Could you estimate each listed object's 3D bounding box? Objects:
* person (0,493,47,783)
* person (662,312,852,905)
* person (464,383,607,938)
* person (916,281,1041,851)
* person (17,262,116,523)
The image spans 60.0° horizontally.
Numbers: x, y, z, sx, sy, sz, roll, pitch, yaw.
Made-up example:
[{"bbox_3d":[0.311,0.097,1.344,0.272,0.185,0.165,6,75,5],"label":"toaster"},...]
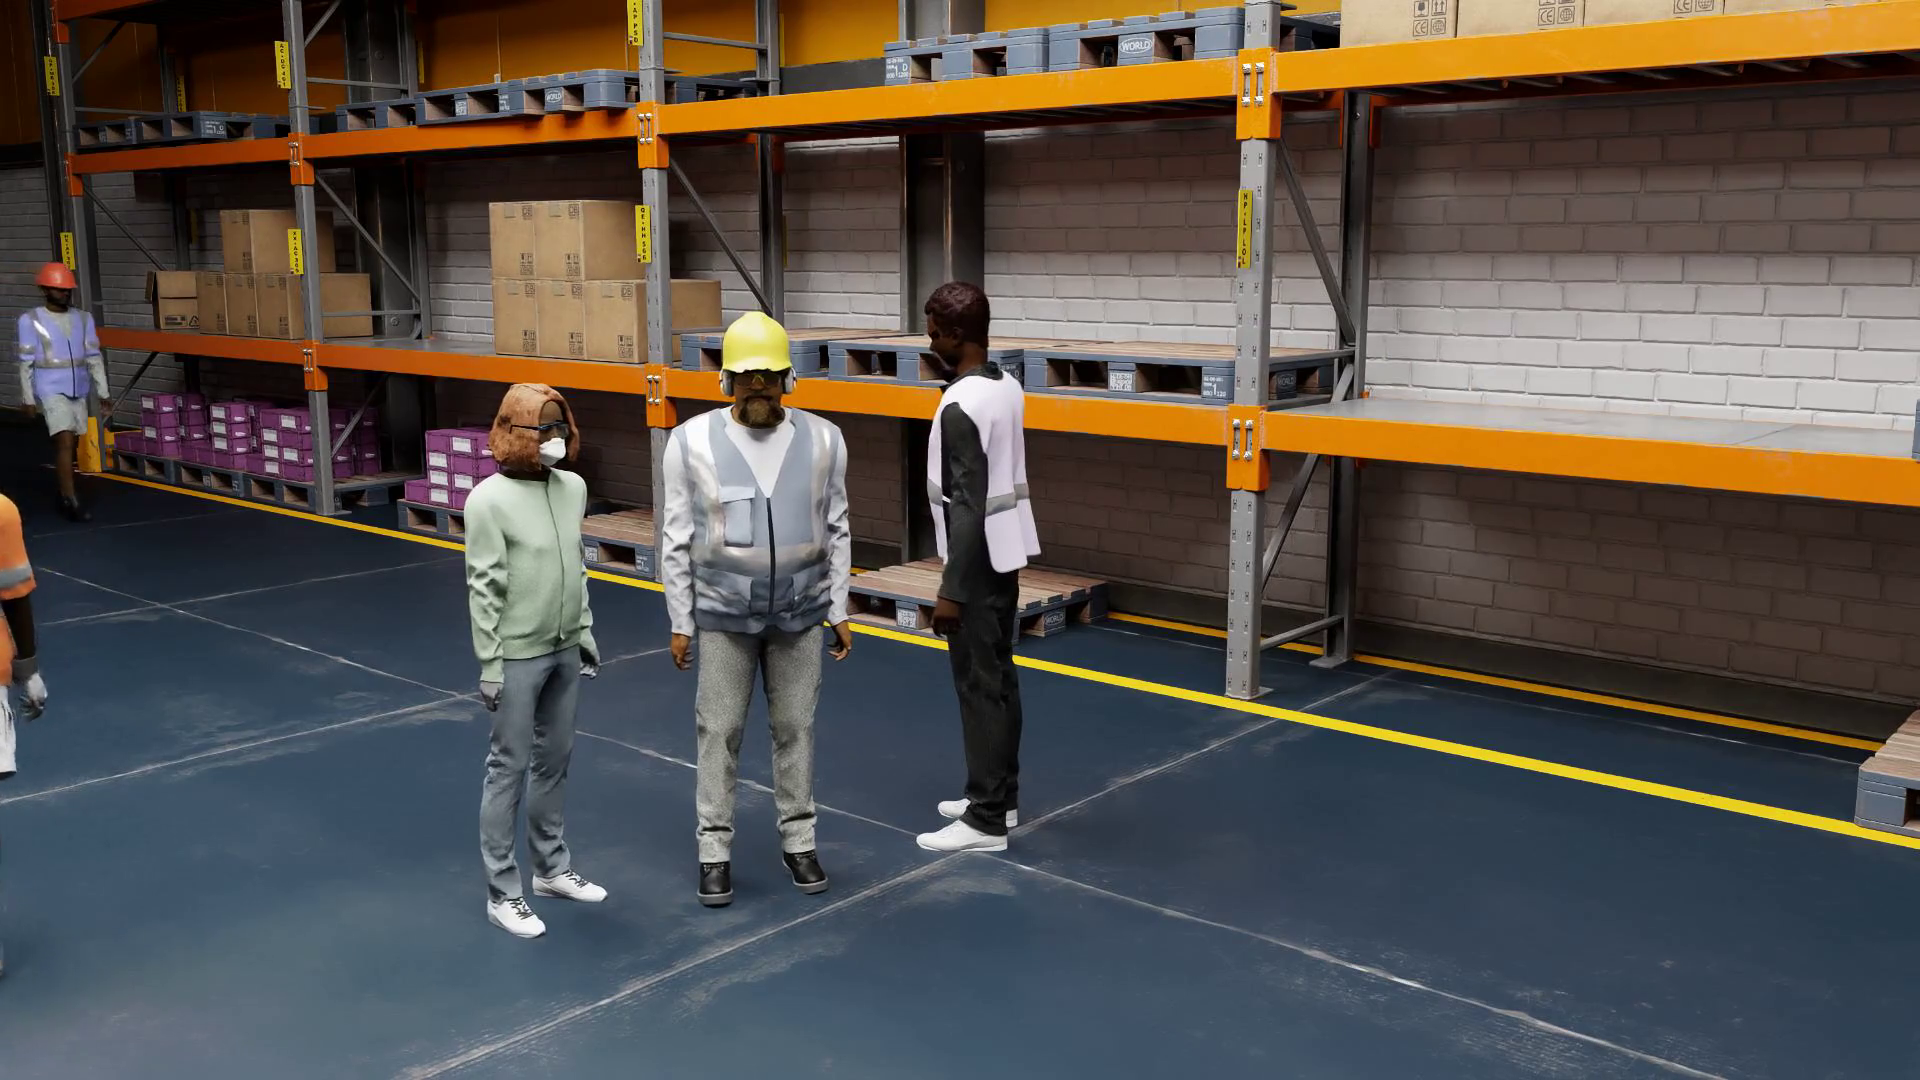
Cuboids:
[{"bbox_3d":[-2.819,0.414,4.502,0.551,1.648,0.869,-3,10,-17],"label":"person"},{"bbox_3d":[-0.614,0.214,5.152,0.595,1.831,0.403,-3,10,-17],"label":"person"},{"bbox_3d":[-1.262,0.345,4.976,0.269,1.632,0.505,5,11,25],"label":"person"},{"bbox_3d":[0.062,0.098,5.592,0.393,1.913,0.586,3,10,15],"label":"person"},{"bbox_3d":[-6.581,-1.089,12.336,0.792,1.905,0.551,6,11,29],"label":"person"}]
